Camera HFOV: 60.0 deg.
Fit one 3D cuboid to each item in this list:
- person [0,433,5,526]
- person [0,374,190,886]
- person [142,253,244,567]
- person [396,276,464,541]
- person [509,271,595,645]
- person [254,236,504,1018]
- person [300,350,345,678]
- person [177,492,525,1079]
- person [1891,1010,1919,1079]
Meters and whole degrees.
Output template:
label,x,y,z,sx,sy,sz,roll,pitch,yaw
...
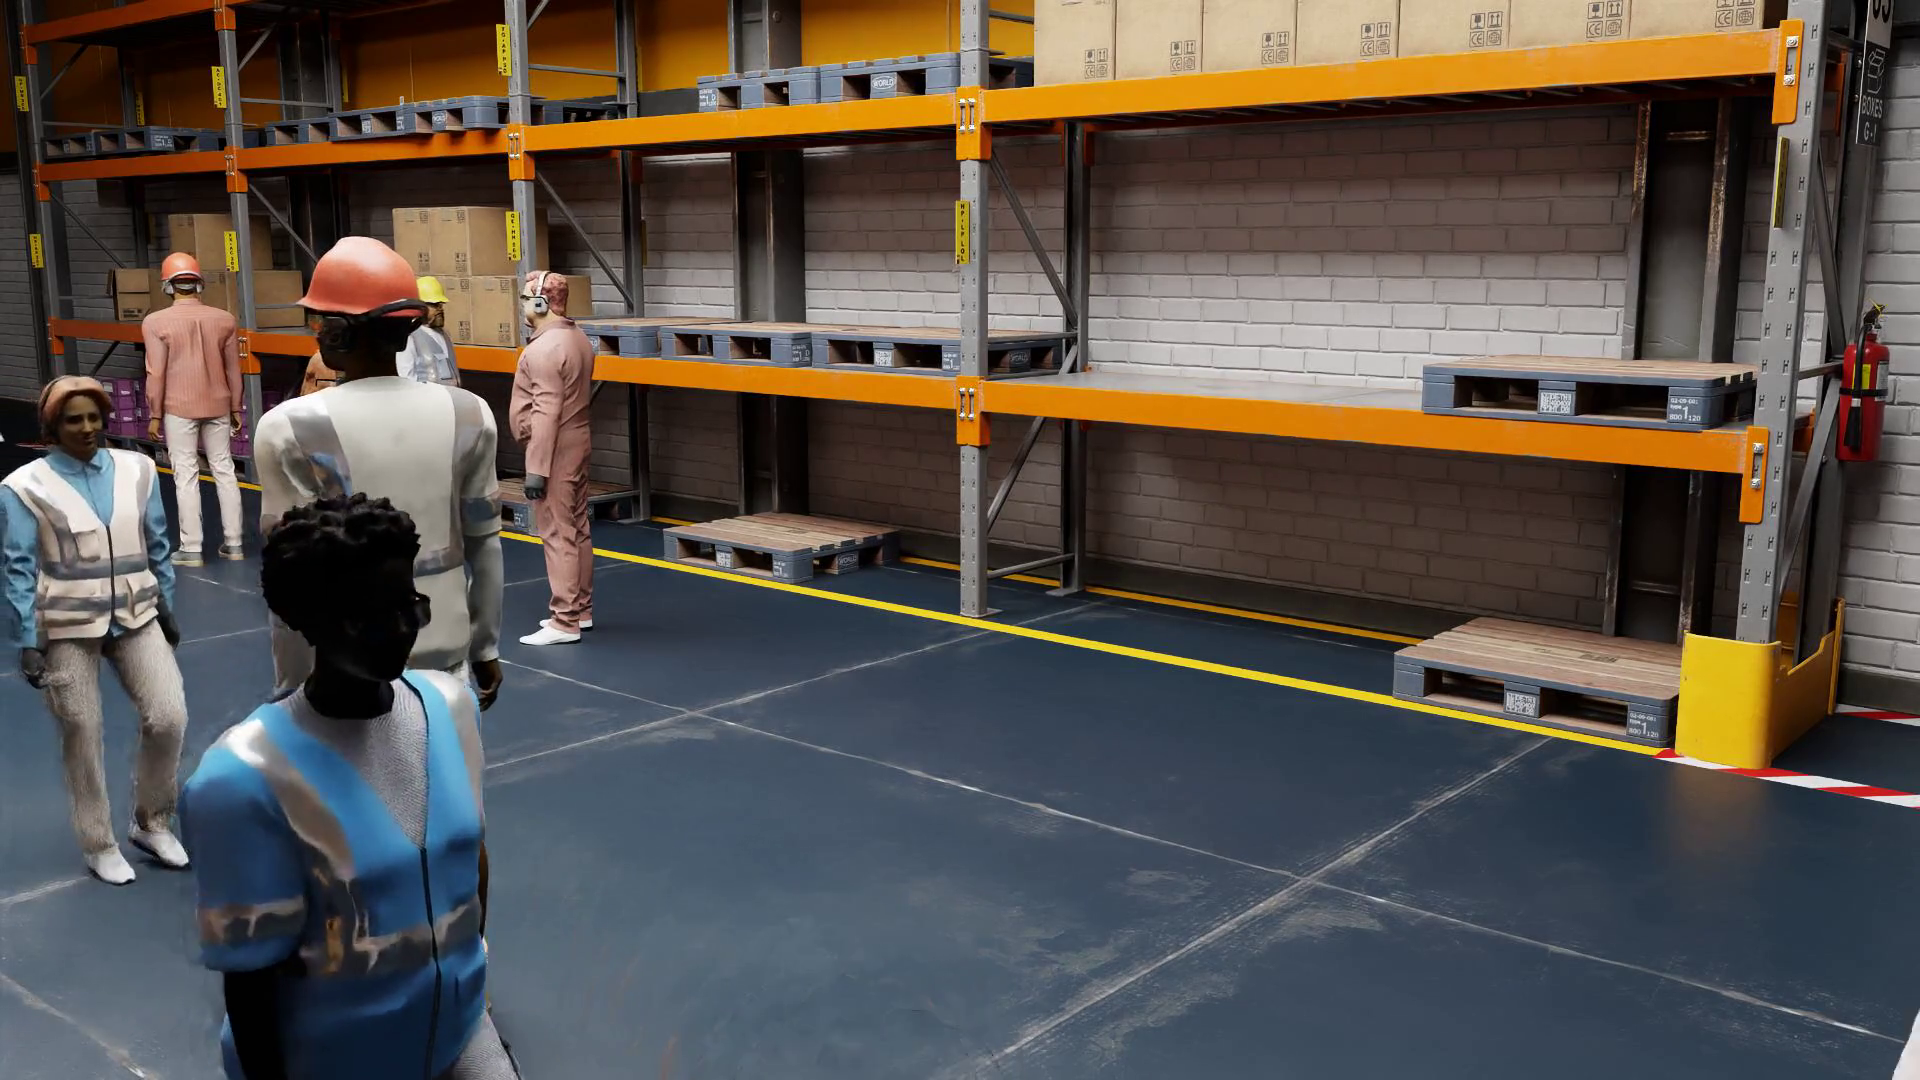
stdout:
label,x,y,z,sx,sy,sz,roll,pitch,yaw
person,-7.166,-0.898,11.969,0.699,1.646,0.566,6,12,31
person,-2.699,0.296,5.237,0.436,1.626,0.548,8,12,37
person,-4.899,-0.830,10.643,0.396,1.990,0.622,8,13,39
person,-3.583,-0.865,11.298,0.404,1.830,0.601,2,10,11
person,-2.095,-0.416,8.536,0.409,1.908,0.639,1,10,3
person,-1.444,0.275,4.192,0.615,2.047,0.357,-9,14,-43
person,-2.468,0.053,6.636,0.282,1.634,0.498,5,11,26
person,-0.835,0.764,2.441,0.501,1.674,0.545,6,12,31
person,1.759,0.627,2.634,0.642,1.896,0.417,-6,12,-32
